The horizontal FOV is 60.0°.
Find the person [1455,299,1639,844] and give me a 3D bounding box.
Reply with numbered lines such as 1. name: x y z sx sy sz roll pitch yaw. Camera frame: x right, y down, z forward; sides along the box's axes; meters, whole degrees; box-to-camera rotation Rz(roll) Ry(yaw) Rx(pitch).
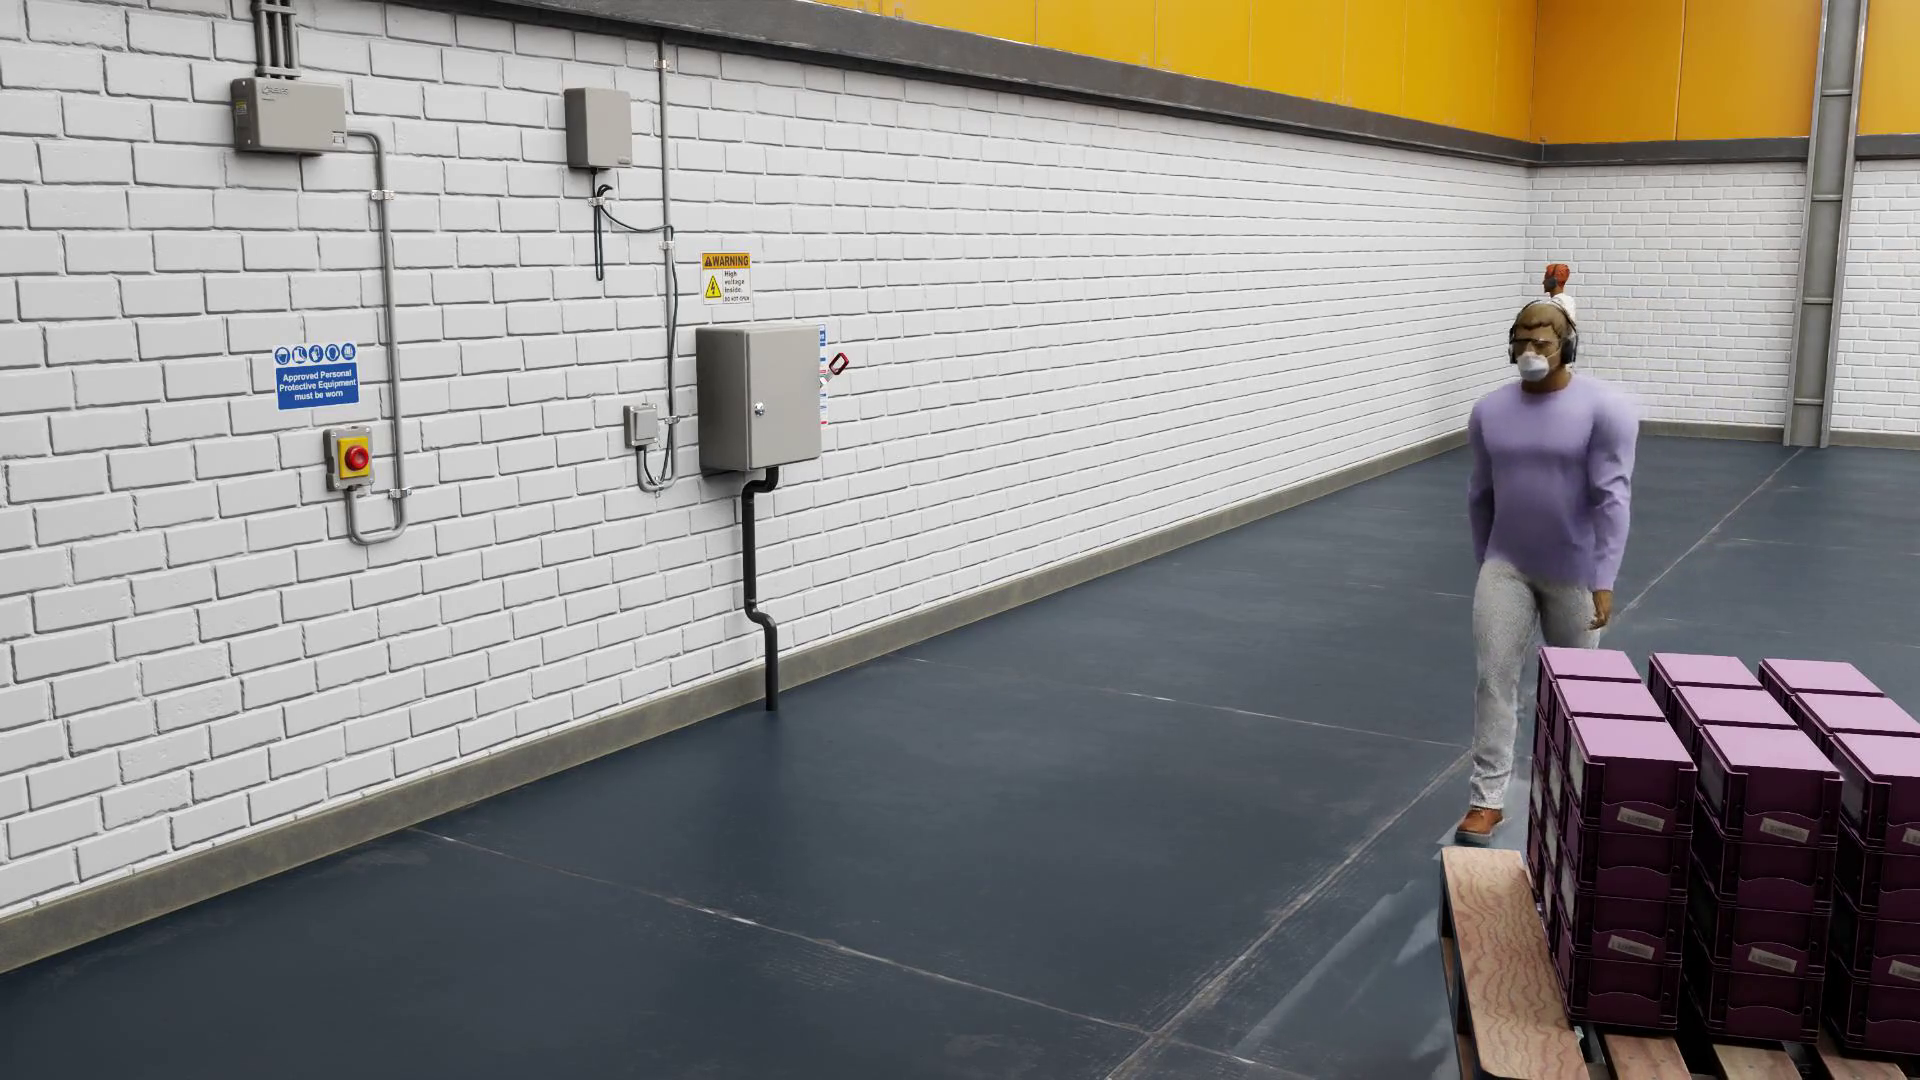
1. person: 2.123 0.089 5.980 0.641 1.911 0.944 10 14 43

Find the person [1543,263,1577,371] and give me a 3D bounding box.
1. person: 5.550 -1.637 15.578 0.355 1.883 0.574 8 13 36
